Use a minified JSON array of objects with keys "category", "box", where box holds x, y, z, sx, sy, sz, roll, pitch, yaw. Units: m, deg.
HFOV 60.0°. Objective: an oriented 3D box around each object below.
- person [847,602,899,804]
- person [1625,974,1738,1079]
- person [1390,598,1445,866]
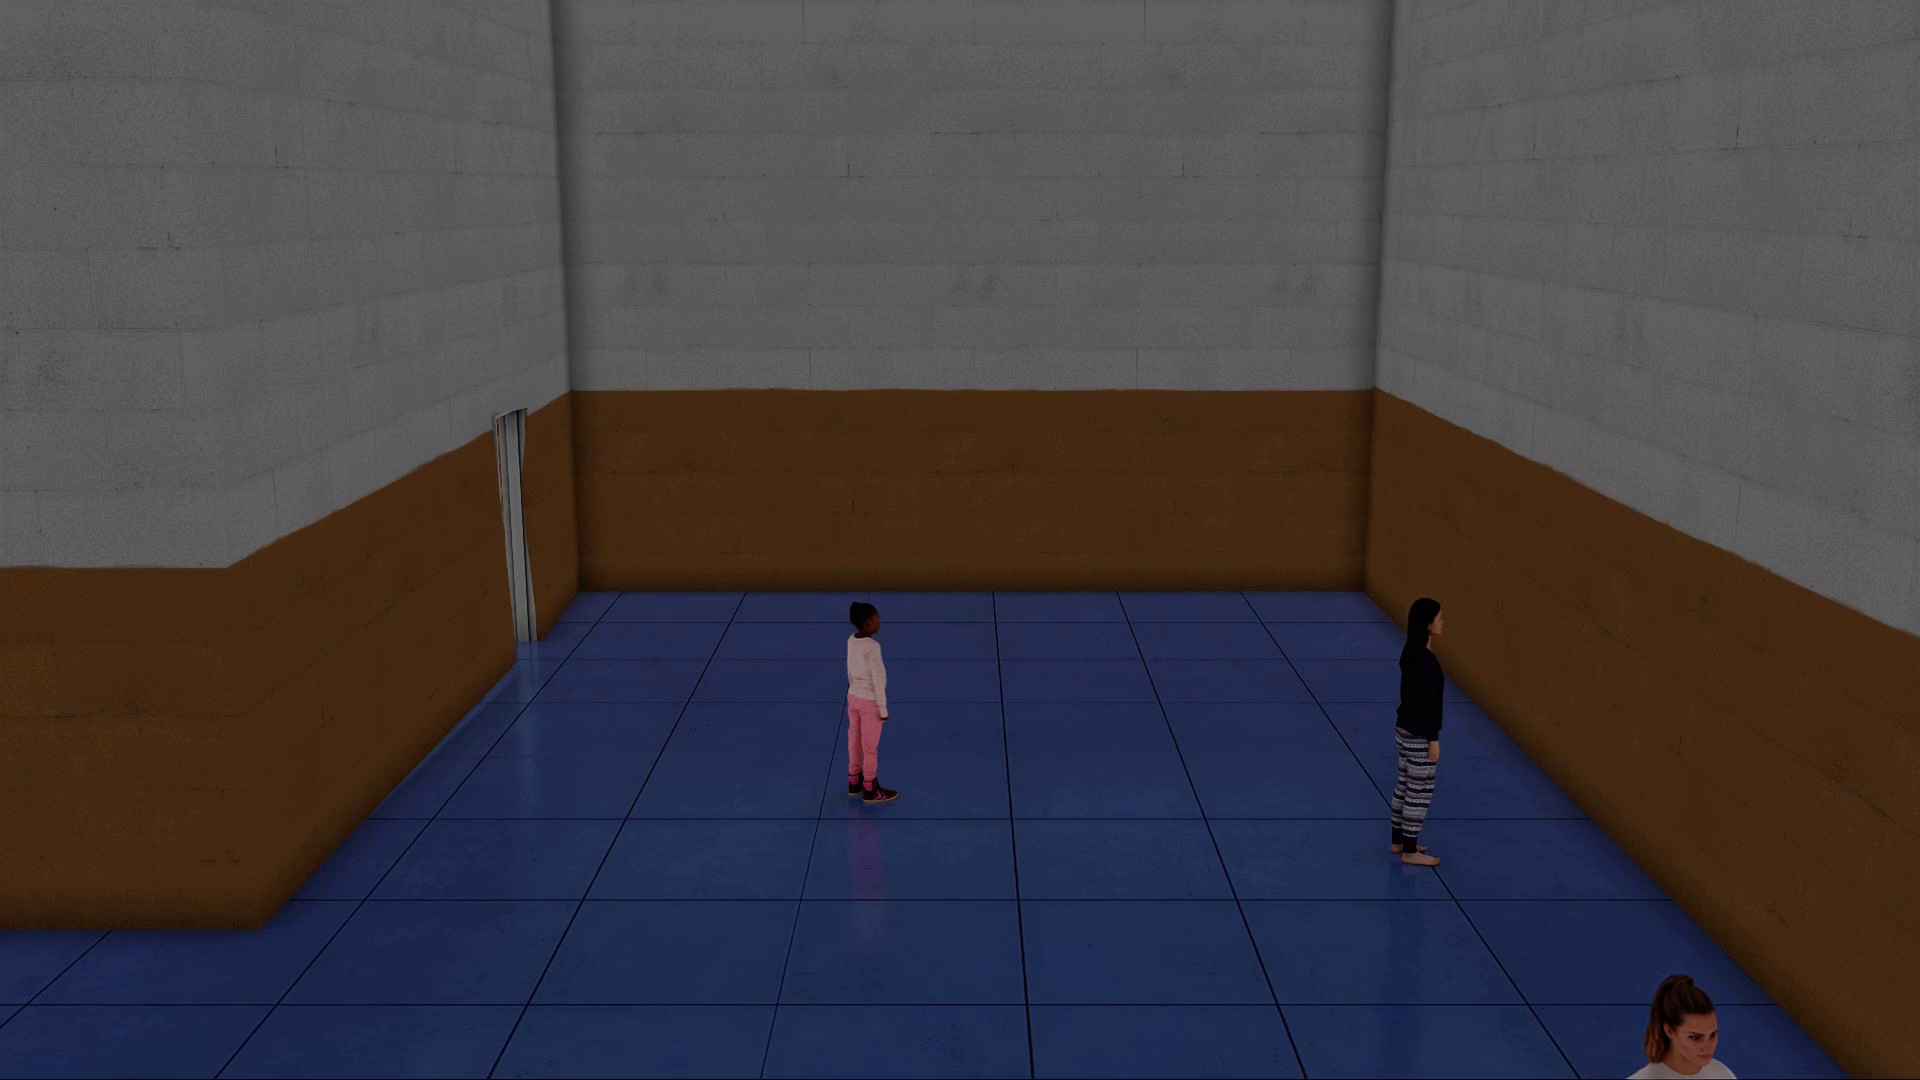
[{"category":"person","box":[-0.668,1.124,11.754,0.657,1.441,0.626,-8,14,-34]},{"category":"person","box":[2.373,2.285,5.568,0.563,1.719,0.734,-4,12,-17]},{"category":"person","box":[2.928,1.210,10.638,0.540,1.734,0.623,-1,12,-5]}]
